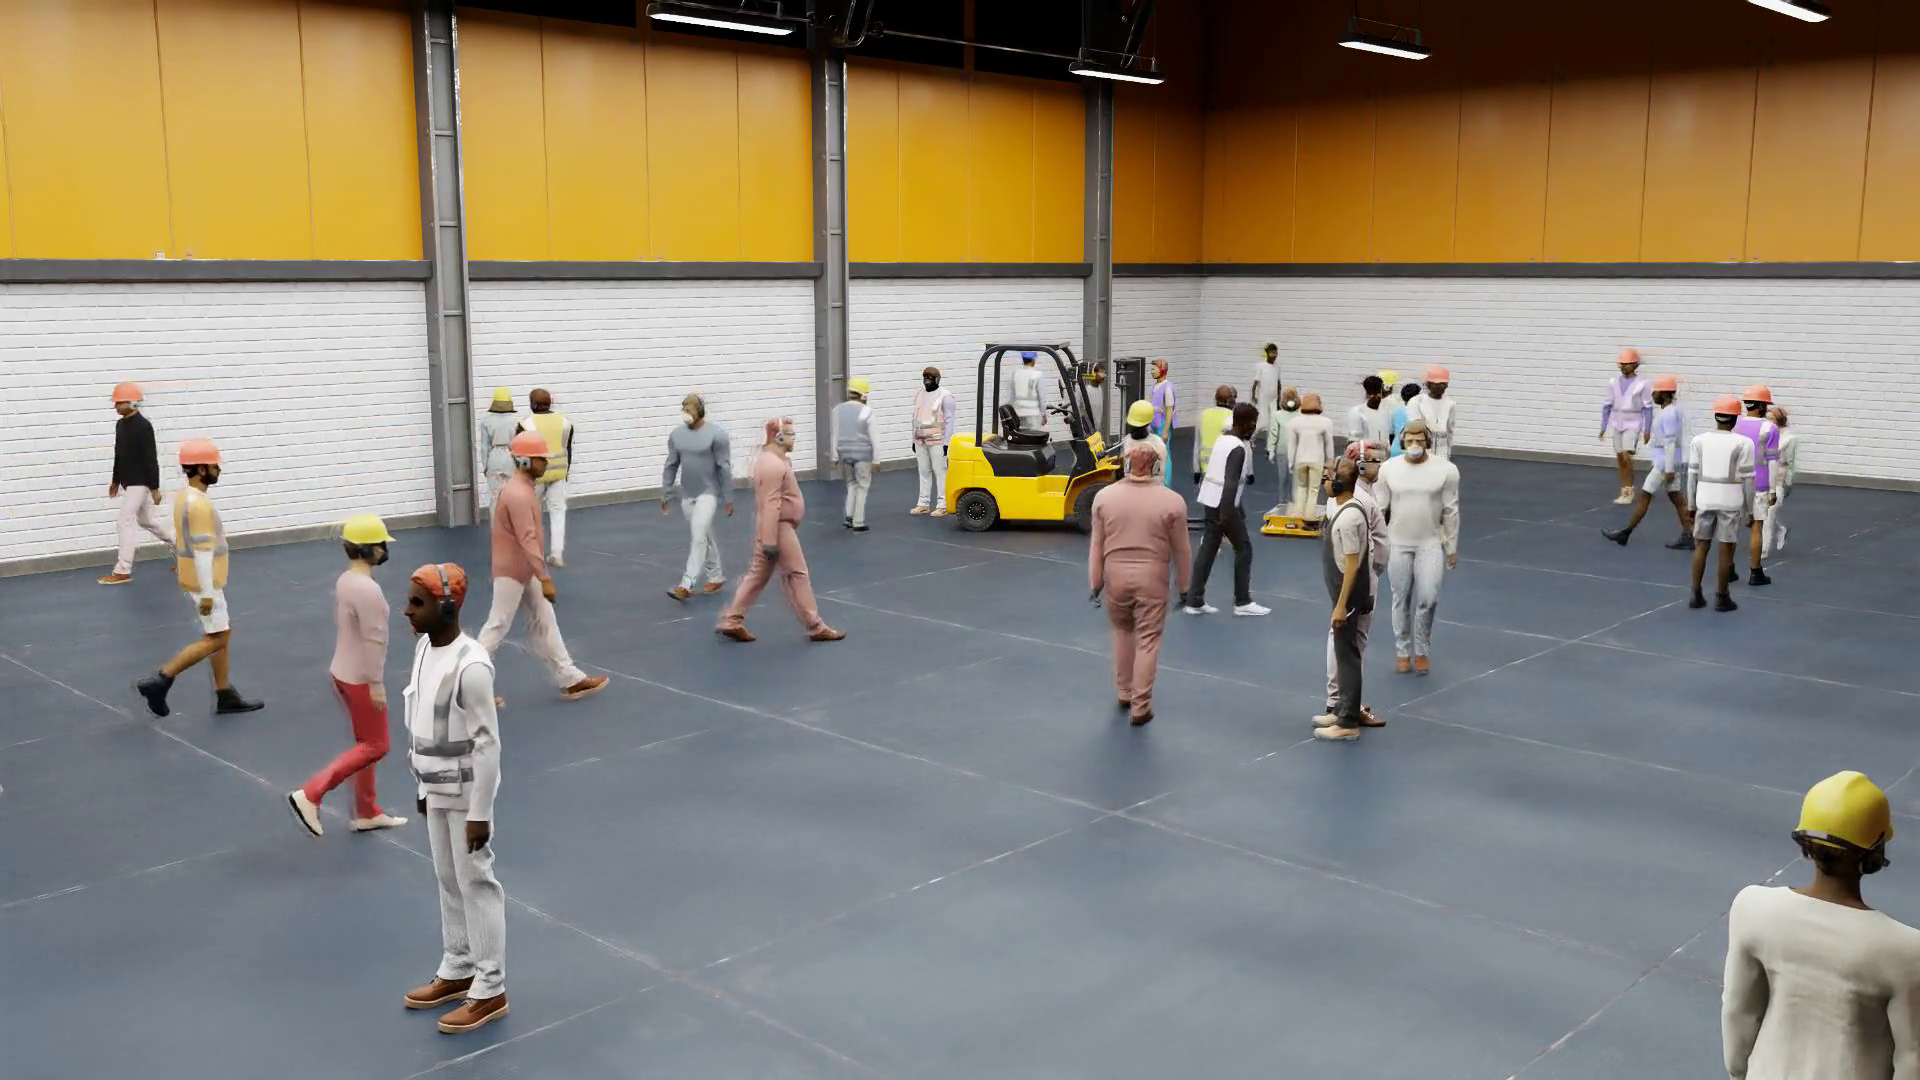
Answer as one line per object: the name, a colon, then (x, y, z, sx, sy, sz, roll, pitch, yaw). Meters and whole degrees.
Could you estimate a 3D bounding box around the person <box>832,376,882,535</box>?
person: (-1.155, -0.966, 19.047, 0.617, 1.808, 0.470, 5, 11, 30)

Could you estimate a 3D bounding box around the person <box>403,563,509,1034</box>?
person: (-2.028, 1.019, 6.660, 0.362, 1.882, 0.576, -7, 12, -38)

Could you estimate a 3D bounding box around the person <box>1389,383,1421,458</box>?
person: (5.290, -1.005, 19.655, 0.321, 1.691, 0.530, -7, 12, -37)

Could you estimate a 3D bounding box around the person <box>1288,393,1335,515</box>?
person: (4.065, -0.886, 19.157, 0.510, 1.617, 0.610, 5, 10, 28)

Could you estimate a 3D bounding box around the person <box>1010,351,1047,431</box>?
person: (0.963, -1.863, 24.184, 0.620, 1.931, 0.725, 9, 13, 43)

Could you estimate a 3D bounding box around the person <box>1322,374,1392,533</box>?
person: (4.361, -0.846, 17.990, 0.598, 1.925, 0.917, -5, 10, -27)

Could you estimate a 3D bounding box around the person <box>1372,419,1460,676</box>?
person: (3.364, 0.066, 12.377, 0.661, 1.920, 0.581, 3, 10, 16)

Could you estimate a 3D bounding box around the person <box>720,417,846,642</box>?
person: (-1.482, -0.075, 13.464, 1.016, 1.859, 0.659, -2, 9, -12)

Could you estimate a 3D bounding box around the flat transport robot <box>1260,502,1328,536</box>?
flat transport robot: (3.972, -0.253, 19.385, 0.652, 0.197, 1.431, 4, 10, 22)

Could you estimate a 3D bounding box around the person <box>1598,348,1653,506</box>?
person: (8.498, -1.437, 21.291, 0.617, 2.022, 0.609, -6, 11, -34)

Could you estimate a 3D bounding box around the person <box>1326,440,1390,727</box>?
person: (2.663, 0.279, 11.125, 0.407, 1.908, 0.641, 0, 9, -1)

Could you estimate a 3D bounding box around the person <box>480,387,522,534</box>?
person: (-5.028, -0.819, 18.373, 0.483, 1.743, 0.315, -2, 9, -10)

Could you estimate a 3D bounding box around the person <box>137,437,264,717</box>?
person: (-5.139, 0.272, 11.144, 0.717, 1.919, 0.548, -6, 11, -34)

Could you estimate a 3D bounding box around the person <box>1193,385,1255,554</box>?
person: (2.865, -0.753, 17.798, 0.957, 1.790, 0.653, -8, 12, -39)

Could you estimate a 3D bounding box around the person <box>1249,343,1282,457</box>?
person: (4.954, -2.269, 26.929, 0.555, 1.848, 0.523, -4, 10, -24)

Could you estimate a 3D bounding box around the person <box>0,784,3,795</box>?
person: (-5.786, 0.580, 8.869, 0.690, 2.000, 1.012, 4, 10, 24)

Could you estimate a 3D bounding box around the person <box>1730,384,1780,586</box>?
person: (7.602, -0.530, 16.012, 0.376, 1.931, 0.542, -8, 13, -42)

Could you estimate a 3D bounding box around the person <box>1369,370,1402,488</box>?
person: (5.278, -1.213, 20.655, 0.924, 1.786, 0.611, 0, 9, -3)

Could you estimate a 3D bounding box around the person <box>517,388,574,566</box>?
person: (-4.322, -0.657, 17.144, 0.634, 1.820, 0.737, -7, 11, -35)

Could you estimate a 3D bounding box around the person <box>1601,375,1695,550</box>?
person: (7.558, -0.842, 18.057, 0.997, 1.880, 0.565, 5, 11, 30)

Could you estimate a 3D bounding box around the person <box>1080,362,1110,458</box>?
person: (1.757, -1.354, 21.341, 0.760, 1.841, 0.535, 7, 12, 37)

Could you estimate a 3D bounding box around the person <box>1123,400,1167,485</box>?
person: (1.635, -0.326, 14.905, 0.531, 1.878, 0.630, -6, 11, -31)

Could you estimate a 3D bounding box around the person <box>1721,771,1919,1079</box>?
person: (2.232, 1.460, 4.302, 0.308, 1.772, 0.525, -8, 12, -41)

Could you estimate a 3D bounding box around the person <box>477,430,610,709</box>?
person: (-3.003, 0.214, 11.462, 1.038, 1.931, 0.658, -1, 9, -8)

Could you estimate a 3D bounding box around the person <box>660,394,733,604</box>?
person: (-2.458, -0.375, 15.162, 0.661, 1.889, 0.989, 5, 11, 29)

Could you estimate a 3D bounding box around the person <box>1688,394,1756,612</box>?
person: (6.741, -0.326, 14.744, 0.366, 1.937, 0.551, -9, 13, -44)

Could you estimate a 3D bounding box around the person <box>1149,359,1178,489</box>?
person: (2.670, -1.471, 22.039, 0.386, 1.845, 0.567, -2, 10, -14)

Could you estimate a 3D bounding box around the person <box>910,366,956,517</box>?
person: (-0.362, -1.209, 20.435, 0.633, 1.846, 0.429, 8, 12, 39)

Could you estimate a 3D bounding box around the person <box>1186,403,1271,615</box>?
person: (2.375, -0.263, 14.567, 0.821, 1.872, 0.580, -2, 9, -11)

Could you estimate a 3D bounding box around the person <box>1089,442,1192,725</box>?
person: (1.239, 0.272, 11.245, 0.672, 1.880, 0.755, 3, 10, 18)

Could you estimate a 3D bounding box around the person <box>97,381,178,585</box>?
person: (-7.994, -0.583, 16.273, 0.960, 1.959, 0.613, -9, 13, -44)

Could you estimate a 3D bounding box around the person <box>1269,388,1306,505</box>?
person: (3.995, -1.037, 20.159, 0.508, 1.586, 0.830, 2, 10, 14)

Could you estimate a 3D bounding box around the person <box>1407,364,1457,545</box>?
person: (5.230, -0.978, 18.566, 0.597, 2.002, 0.993, -2, 9, -9)

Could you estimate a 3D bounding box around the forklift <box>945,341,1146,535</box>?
forklift: (0.977, -1.223, 19.452, 2.313, 2.155, 1.214, 2, 9, 11)

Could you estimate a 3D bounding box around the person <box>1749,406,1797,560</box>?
person: (8.538, -0.602, 17.427, 0.631, 1.617, 0.520, -5, 10, -26)

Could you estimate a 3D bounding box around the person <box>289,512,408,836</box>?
person: (-3.234, 0.734, 8.781, 0.575, 1.756, 0.555, -6, 11, -32)

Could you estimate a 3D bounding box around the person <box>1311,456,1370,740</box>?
person: (2.468, 0.376, 10.730, 0.346, 1.842, 0.505, 2, 10, 13)
